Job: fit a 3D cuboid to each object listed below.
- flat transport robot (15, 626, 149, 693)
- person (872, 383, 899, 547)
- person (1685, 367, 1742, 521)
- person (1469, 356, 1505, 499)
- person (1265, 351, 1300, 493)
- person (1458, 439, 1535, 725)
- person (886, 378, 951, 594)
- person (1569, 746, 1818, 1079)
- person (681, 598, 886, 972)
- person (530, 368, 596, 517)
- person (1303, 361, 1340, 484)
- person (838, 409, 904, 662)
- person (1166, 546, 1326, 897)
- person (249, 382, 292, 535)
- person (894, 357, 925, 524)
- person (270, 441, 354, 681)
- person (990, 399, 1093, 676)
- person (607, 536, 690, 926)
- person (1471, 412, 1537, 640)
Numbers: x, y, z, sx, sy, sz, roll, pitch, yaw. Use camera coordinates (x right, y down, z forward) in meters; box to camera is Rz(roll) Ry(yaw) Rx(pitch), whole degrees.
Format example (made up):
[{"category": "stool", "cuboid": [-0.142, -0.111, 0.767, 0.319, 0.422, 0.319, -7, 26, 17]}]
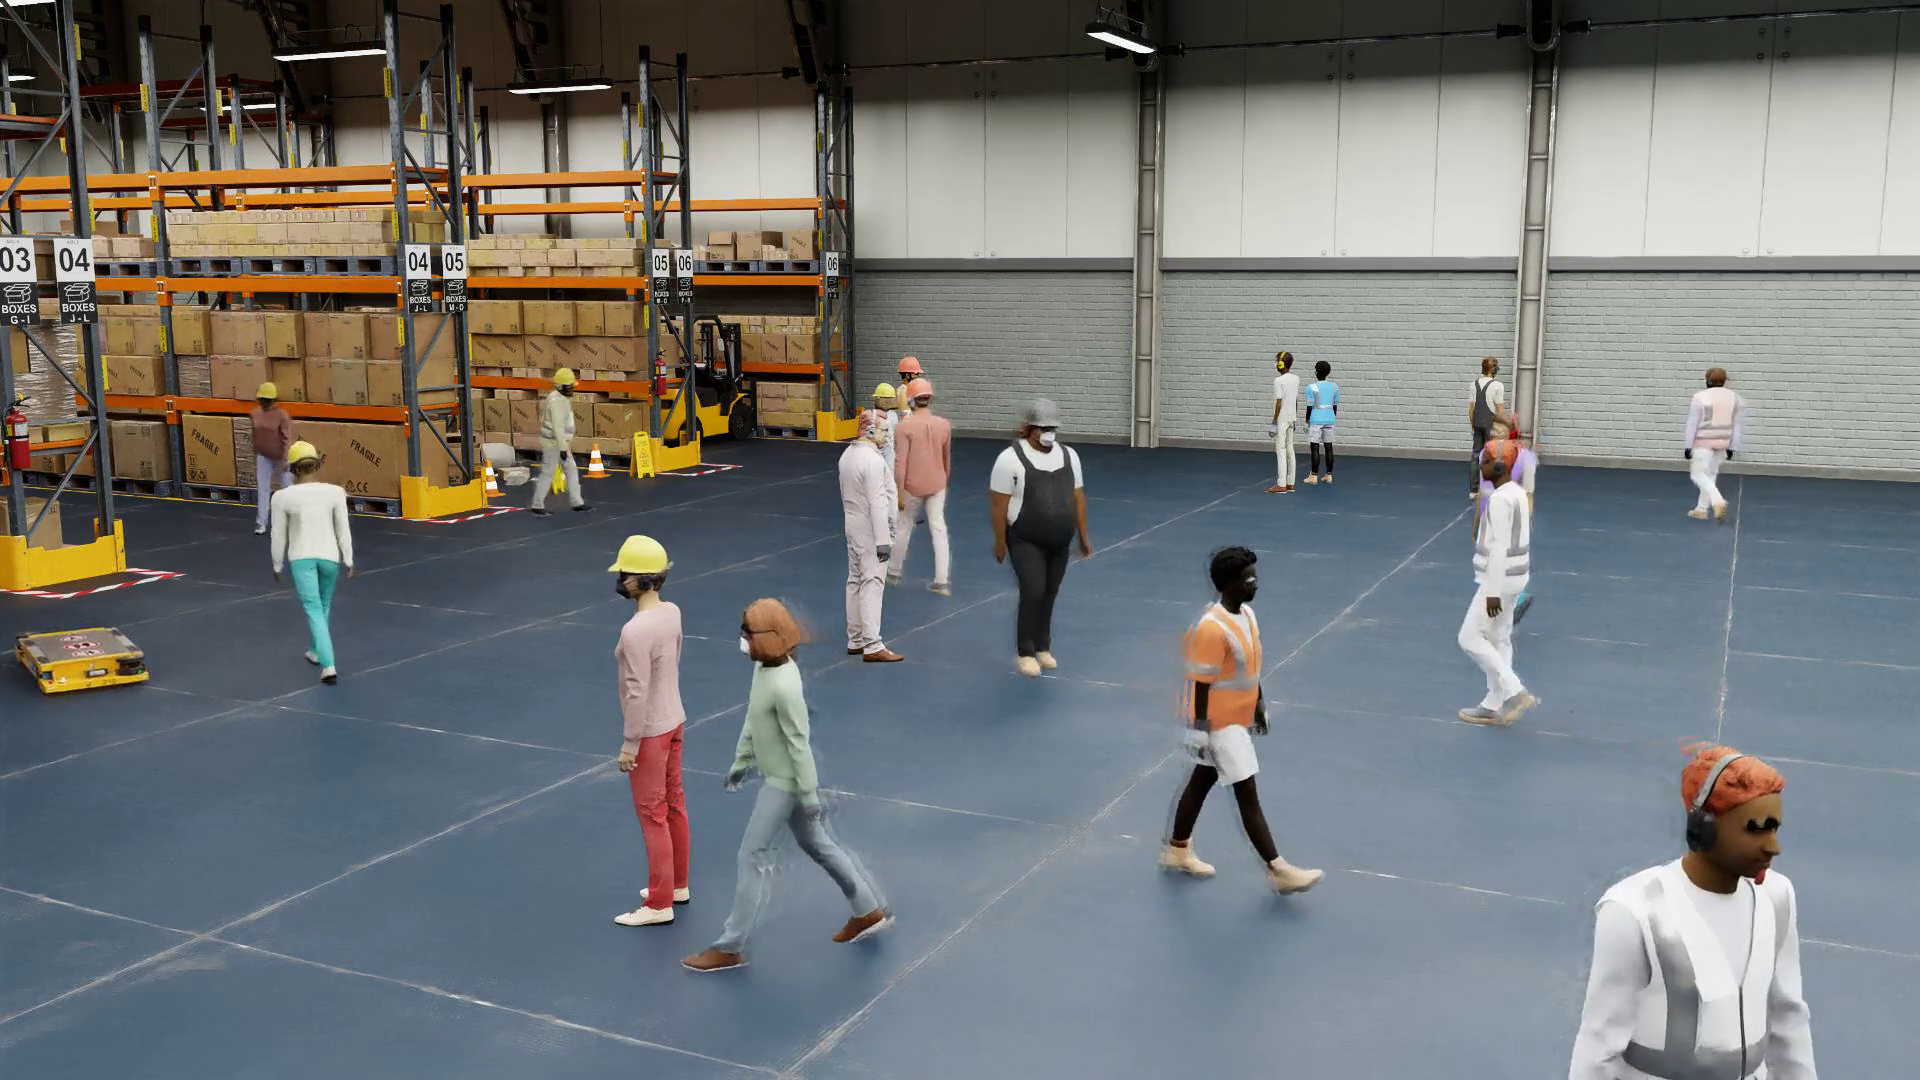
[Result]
[{"category": "flat transport robot", "cuboid": [-6.420, 0.848, 12.124, 0.652, 0.197, 1.431, -7, 11, -36]}, {"category": "person", "cuboid": [-0.787, -0.796, 17.702, 0.298, 1.745, 0.484, 0, 9, 2]}, {"category": "person", "cuboid": [8.782, -1.108, 19.387, 0.635, 1.818, 0.723, -2, 9, -13]}, {"category": "person", "cuboid": [6.721, -1.417, 21.202, 0.345, 1.845, 0.508, -7, 12, -36]}, {"category": "person", "cuboid": [4.261, -1.551, 21.939, 0.329, 1.874, 0.507, 9, 13, 43]}, {"category": "person", "cuboid": [3.442, 0.283, 10.688, 0.416, 1.872, 0.610, 5, 11, 29]}, {"category": "person", "cuboid": [-0.393, -0.507, 15.308, 0.659, 1.944, 0.998, -6, 11, -31]}, {"category": "person", "cuboid": [1.779, 1.409, 3.824, 0.618, 1.853, 0.831, -5, 10, -28]}, {"category": "person", "cuboid": [-0.728, 1.014, 7.063, 0.881, 1.588, 0.496, -2, 9, -12]}, {"category": "person", "cuboid": [-4.726, -1.148, 19.737, 0.855, 1.777, 0.620, 0, 9, -2]}, {"category": "person", "cuboid": [4.951, -1.608, 22.826, 0.537, 1.696, 0.318, -4, 10, -24]}, {"category": "person", "cuboid": [-0.665, -0.035, 12.560, 0.406, 1.902, 0.639, -4, 10, -24]}, {"category": "person", "cuboid": [1.346, 0.850, 7.853, 0.843, 1.647, 0.552, 5, 10, 26]}, {"category": "person", "cuboid": [-7.729, -0.941, 18.722, 0.564, 1.700, 0.882, 1, 9, 9]}, {"category": "person", "cuboid": [-0.592, -1.160, 19.343, 0.357, 1.937, 0.551, -1, 9, -6]}, {"category": "person", "cuboid": [-4.687, 0.143, 12.054, 0.531, 1.711, 0.955, -7, 12, -37]}, {"category": "person", "cuboid": [0.633, -0.033, 12.118, 0.697, 2.000, 0.669, -5, 11, -30]}, {"category": "person", "cuboid": [-1.410, 0.854, 7.514, 0.311, 1.769, 0.533, 2, 9, 10]}, {"category": "person", "cuboid": [4.342, -0.115, 13.247, 0.605, 1.833, 0.580, -4, 10, -21]}]
